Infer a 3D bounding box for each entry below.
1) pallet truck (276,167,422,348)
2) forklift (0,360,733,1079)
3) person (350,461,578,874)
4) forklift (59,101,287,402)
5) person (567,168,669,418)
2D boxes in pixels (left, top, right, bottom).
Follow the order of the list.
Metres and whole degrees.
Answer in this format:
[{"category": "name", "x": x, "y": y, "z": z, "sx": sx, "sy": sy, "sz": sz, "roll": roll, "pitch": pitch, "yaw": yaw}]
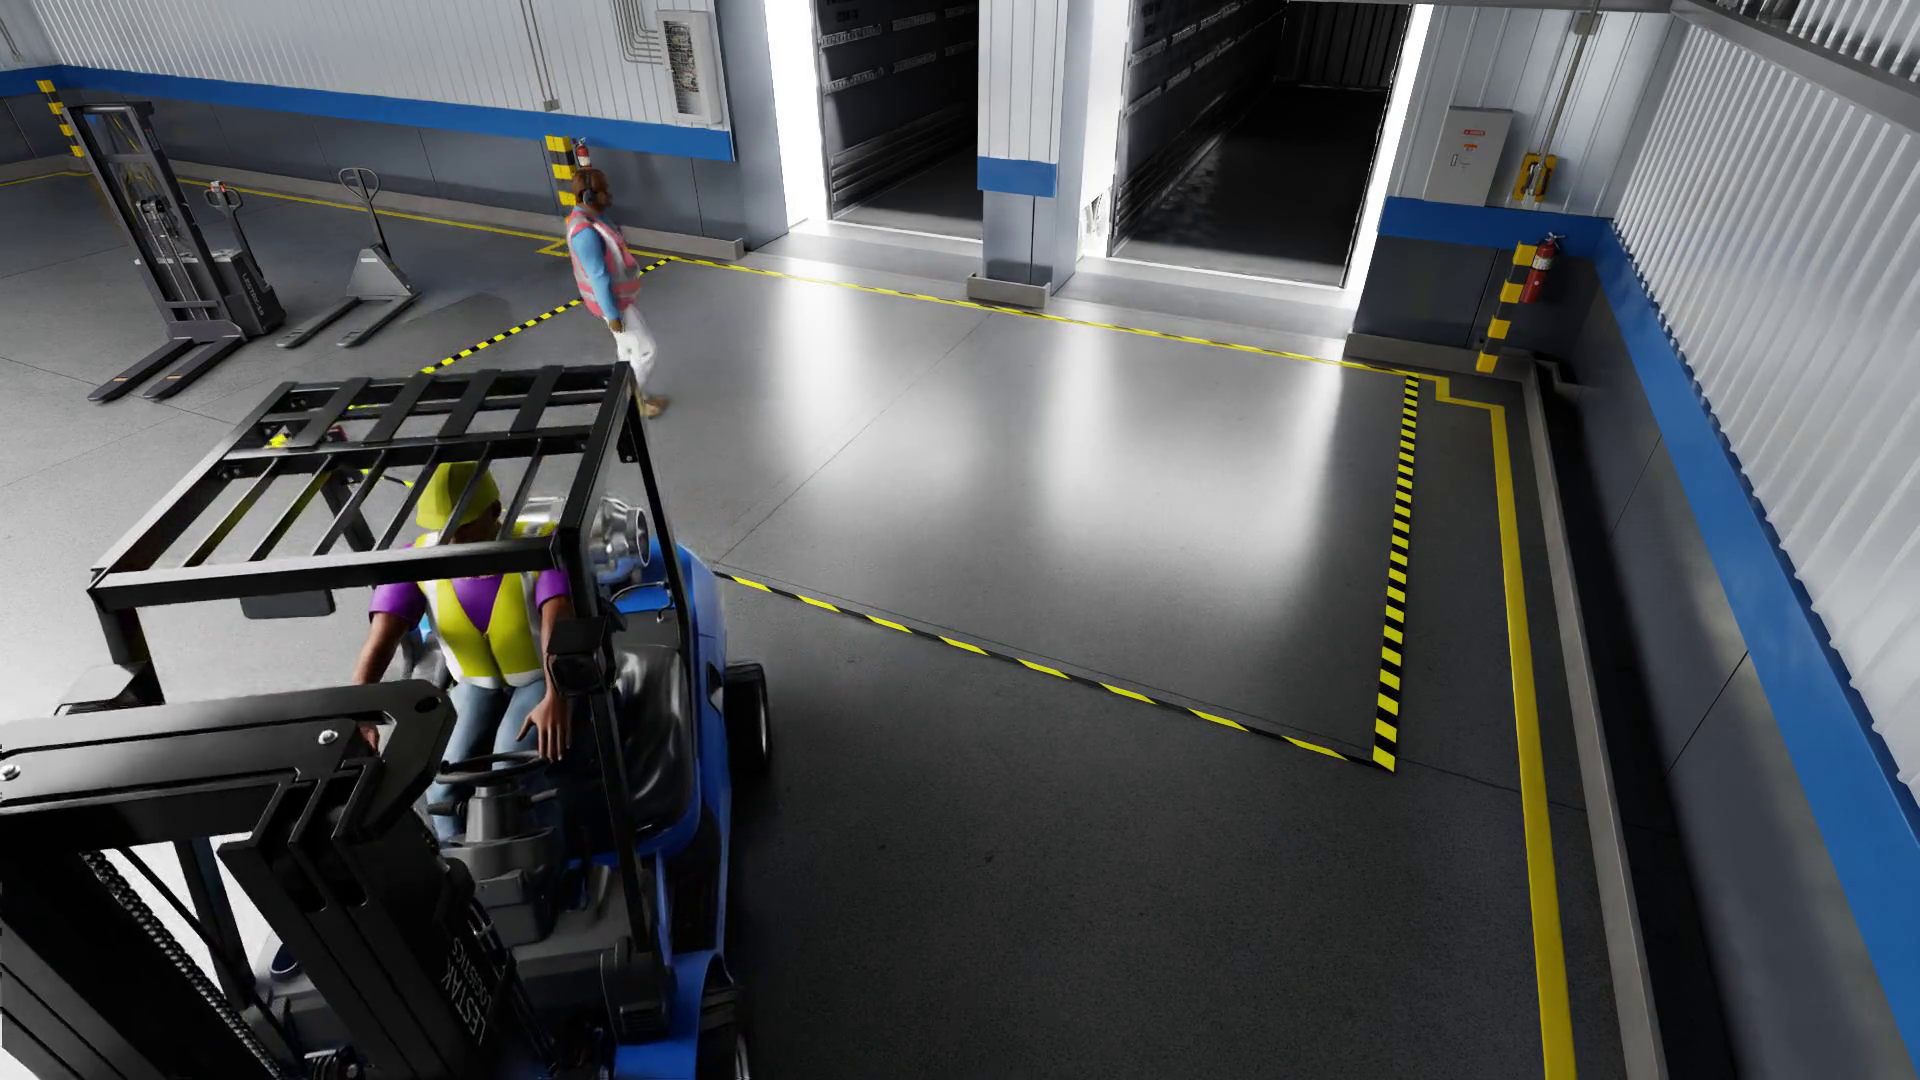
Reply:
[{"category": "pallet truck", "x": -5.732, "y": -2.611, "z": 8.414, "sx": 0.680, "sy": 1.201, "sz": 1.601, "roll": -1, "pitch": 35, "yaw": -1}, {"category": "forklift", "x": -1.411, "y": 0.617, "z": 2.826, "sx": 1.157, "sy": 2.036, "sz": 2.680, "roll": -5, "pitch": 35, "yaw": -7}, {"category": "person", "x": -1.409, "y": 0.498, "z": 2.670, "sx": 0.635, "sy": 1.294, "sz": 1.004, "roll": -5, "pitch": 35, "yaw": -7}, {"category": "forklift", "x": -6.686, "y": -2.387, "z": 7.434, "sx": 0.823, "sy": 1.965, "sz": 1.885, "roll": -3, "pitch": 35, "yaw": -5}, {"category": "person", "x": -2.488, "y": -1.732, "z": 6.636, "sx": 0.455, "sy": 1.825, "sz": 0.650, "roll": -9, "pitch": 36, "yaw": -13}]
